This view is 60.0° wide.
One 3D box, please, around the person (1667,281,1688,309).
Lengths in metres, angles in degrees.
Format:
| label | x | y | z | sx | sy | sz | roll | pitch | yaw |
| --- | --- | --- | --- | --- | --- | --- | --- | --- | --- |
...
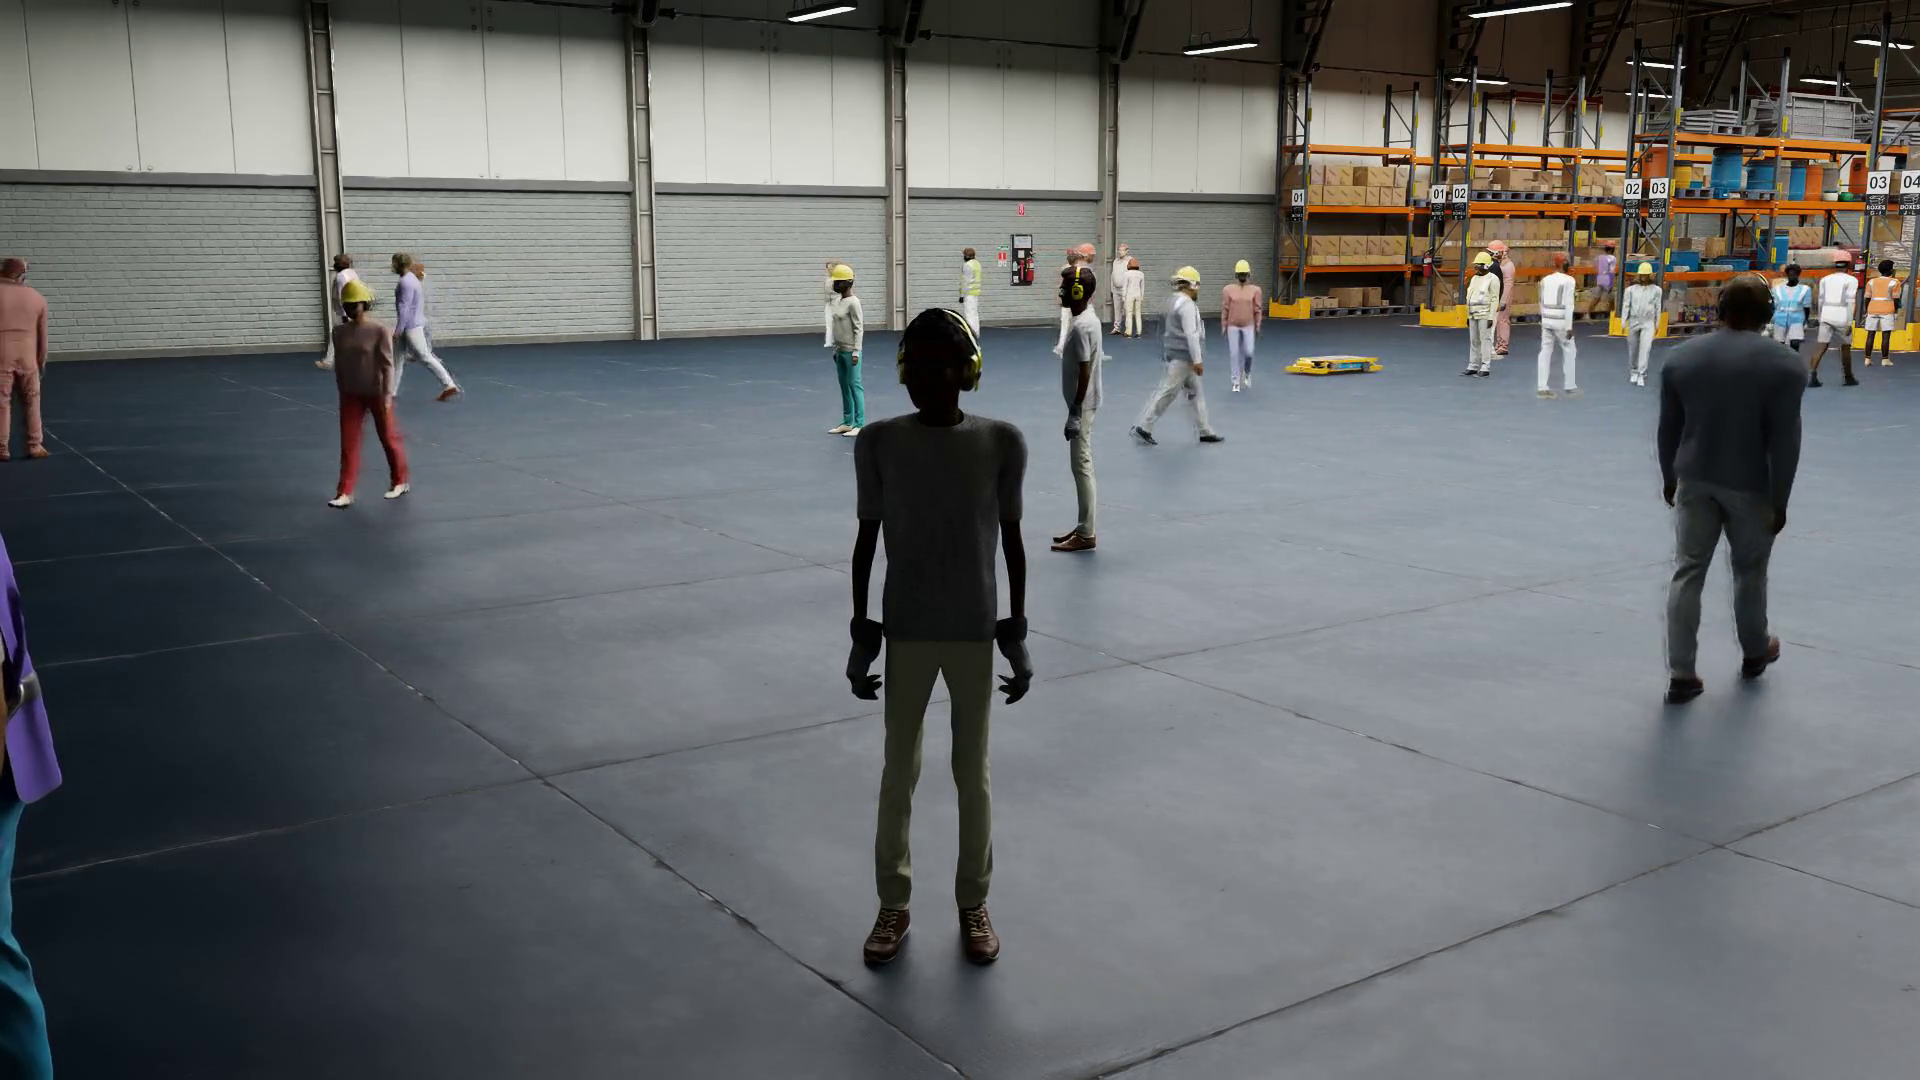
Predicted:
| label | x | y | z | sx | sy | sz | roll | pitch | yaw |
| --- | --- | --- | --- | --- | --- | --- | --- | --- | --- |
| person | 17.043 | -5.952 | 39.572 | 0.673 | 1.614 | 0.503 | -9 | 14 | -41 |

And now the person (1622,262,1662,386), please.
| label | x | y | z | sx | sy | sz | roll | pitch | yaw |
| --- | --- | --- | --- | --- | --- | --- | --- | --- | --- |
| person | 9.539 | -3.033 | 23.297 | 0.495 | 1.709 | 0.845 | 4 | 11 | 22 |

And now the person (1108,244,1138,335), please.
| label | x | y | z | sx | sy | sz | roll | pitch | yaw |
| --- | --- | --- | --- | --- | --- | --- | --- | --- | --- |
| person | 3.403 | -5.244 | 34.862 | 0.642 | 1.913 | 0.410 | 10 | 14 | 42 |

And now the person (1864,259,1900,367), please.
| label | x | y | z | sx | sy | sz | roll | pitch | yaw |
| --- | --- | --- | --- | --- | --- | --- | --- | --- | --- |
| person | 14.646 | -3.602 | 26.440 | 0.322 | 1.699 | 0.536 | -8 | 13 | -37 |

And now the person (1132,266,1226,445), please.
| label | x | y | z | sx | sy | sz | roll | pitch | yaw |
| --- | --- | --- | --- | --- | --- | --- | --- | --- | --- |
| person | 2.163 | -1.814 | 16.500 | 0.947 | 1.774 | 0.631 | 0 | 10 | -2 |

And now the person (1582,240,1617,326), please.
| label | x | y | z | sx | sy | sz | roll | pitch | yaw |
| --- | --- | --- | --- | --- | --- | --- | --- | --- | --- |
| person | 14.926 | -5.956 | 38.564 | 1.050 | 2.004 | 0.629 | -5 | 12 | -27 |

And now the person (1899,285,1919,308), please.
| label | x | y | z | sx | sy | sz | roll | pitch | yaw |
| --- | --- | --- | --- | --- | --- | --- | --- | --- | --- |
| person | 19.181 | -4.985 | 33.408 | 0.622 | 1.932 | 0.370 | 6 | 12 | 28 |

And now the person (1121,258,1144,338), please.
| label | x | y | z | sx | sy | sz | roll | pitch | yaw |
| --- | --- | --- | --- | --- | --- | --- | --- | --- | --- |
| person | 3.534 | -4.934 | 33.958 | 0.506 | 1.622 | 0.290 | -5 | 11 | -26 |

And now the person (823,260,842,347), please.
| label | x | y | z | sx | sy | sz | roll | pitch | yaw |
| --- | --- | --- | --- | --- | --- | --- | --- | --- | --- |
| person | -2.330 | -4.440 | 31.256 | 0.515 | 1.616 | 0.699 | 6 | 12 | 29 |

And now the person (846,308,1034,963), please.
| label | x | y | z | sx | sy | sz | roll | pitch | yaw |
| --- | --- | --- | --- | --- | --- | --- | --- | --- | --- |
| person | -0.056 | 0.280 | 4.707 | 0.535 | 1.865 | 0.310 | 0 | 10 | -1 |

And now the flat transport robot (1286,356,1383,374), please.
| label | x | y | z | sx | sy | sz | roll | pitch | yaw |
| --- | --- | --- | --- | --- | --- | --- | --- | --- | --- |
| flat transport robot | 5.700 | -2.673 | 25.266 | 1.431 | 0.197 | 0.652 | -7 | 13 | -34 |

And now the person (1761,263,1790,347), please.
| label | x | y | z | sx | sy | sz | roll | pitch | yaw |
| --- | --- | --- | --- | --- | --- | --- | --- | --- | --- |
| person | 13.922 | -3.906 | 28.327 | 0.724 | 1.618 | 0.513 | -3 | 11 | -17 |

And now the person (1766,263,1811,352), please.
| label | x | y | z | sx | sy | sz | roll | pitch | yaw |
| --- | --- | --- | --- | --- | --- | --- | --- | --- | --- |
| person | 11.686 | -3.052 | 23.474 | 0.543 | 1.682 | 0.480 | 6 | 12 | 30 |

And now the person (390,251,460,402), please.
| label | x | y | z | sx | sy | sz | roll | pitch | yaw |
| --- | --- | --- | --- | --- | --- | --- | --- | --- | --- |
| person | -6.792 | -2.643 | 20.698 | 1.044 | 1.895 | 0.628 | -4 | 11 | -22 |

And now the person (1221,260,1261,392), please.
| label | x | y | z | sx | sy | sz | roll | pitch | yaw |
| --- | --- | --- | --- | --- | --- | --- | --- | --- | --- |
| person | 3.733 | -2.841 | 22.125 | 0.530 | 1.755 | 0.400 | 2 | 10 | 9 |

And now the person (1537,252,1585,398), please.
| label | x | y | z | sx | sy | sz | roll | pitch | yaw |
| --- | --- | --- | --- | --- | --- | --- | --- | --- | --- |
| person | 7.735 | -2.744 | 21.284 | 0.774 | 1.859 | 0.606 | -5 | 11 | -25 |

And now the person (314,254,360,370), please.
| label | x | y | z | sx | sy | sz | roll | pitch | yaw |
| --- | --- | --- | --- | --- | --- | --- | --- | --- | --- |
| person | -9.509 | -3.519 | 25.729 | 0.987 | 1.791 | 0.645 | 1 | 10 | 6 |

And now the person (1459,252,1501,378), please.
| label | x | y | z | sx | sy | sz | roll | pitch | yaw |
| --- | --- | --- | --- | --- | --- | --- | --- | --- | --- |
| person | 7.616 | -3.290 | 24.358 | 0.403 | 1.835 | 0.586 | -4 | 11 | -19 |

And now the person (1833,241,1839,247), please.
| label | x | y | z | sx | sy | sz | roll | pitch | yaw |
| --- | --- | --- | --- | --- | --- | --- | --- | --- | --- |
| person | 24.998 | -7.546 | 47.396 | 0.666 | 1.935 | 0.525 | -5 | 12 | -27 |

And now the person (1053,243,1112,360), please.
| label | x | y | z | sx | sy | sz | roll | pitch | yaw |
| --- | --- | --- | --- | --- | --- | --- | --- | --- | --- |
| person | 2.032 | -3.974 | 27.791 | 0.973 | 1.958 | 0.623 | 1 | 10 | 4 |

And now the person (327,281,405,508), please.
| label | x | y | z | sx | sy | sz | roll | pitch | yaw |
| --- | --- | --- | --- | --- | --- | --- | --- | --- | --- |
| person | -4.583 | -1.128 | 12.818 | 0.540 | 1.714 | 0.904 | 2 | 11 | 11 |

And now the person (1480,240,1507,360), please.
| label | x | y | z | sx | sy | sz | roll | pitch | yaw |
| --- | --- | --- | --- | --- | --- | --- | --- | --- | --- |
| person | 8.972 | -4.038 | 28.021 | 0.379 | 1.996 | 0.609 | 0 | 10 | -2 |

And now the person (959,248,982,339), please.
| label | x | y | z | sx | sy | sz | roll | pitch | yaw |
| --- | --- | --- | --- | --- | --- | --- | --- | --- | --- |
| person | 0.202 | -4.894 | 33.196 | 0.430 | 1.829 | 0.663 | 5 | 11 | 25 |

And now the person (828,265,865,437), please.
| label | x | y | z | sx | sy | sz | roll | pitch | yaw |
| --- | --- | --- | --- | --- | --- | --- | --- | --- | --- |
| person | -1.185 | -1.954 | 17.224 | 0.329 | 1.767 | 0.528 | -6 | 12 | -28 |

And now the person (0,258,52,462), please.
| label | x | y | z | sx | sy | sz | roll | pitch | yaw |
| --- | --- | --- | --- | --- | --- | --- | --- | --- | --- |
| person | -8.813 | -1.651 | 15.315 | 0.399 | 1.867 | 0.790 | 10 | 14 | 42 |

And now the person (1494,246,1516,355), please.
| label | x | y | z | sx | sy | sz | roll | pitch | yaw |
| --- | --- | --- | --- | --- | --- | --- | --- | --- | --- |
| person | 9.485 | -4.200 | 29.163 | 0.407 | 1.904 | 0.639 | 1 | 10 | 8 |

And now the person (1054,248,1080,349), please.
| label | x | y | z | sx | sy | sz | roll | pitch | yaw |
| --- | --- | --- | --- | --- | --- | --- | --- | --- | --- |
| person | 2.071 | -4.421 | 30.485 | 0.595 | 1.863 | 0.782 | 10 | 14 | 44 |

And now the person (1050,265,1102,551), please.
| label | x | y | z | sx | sy | sz | roll | pitch | yaw |
| --- | --- | --- | --- | --- | --- | --- | --- | --- | --- |
| person | 0.767 | -0.857 | 10.927 | 0.326 | 1.871 | 0.520 | 1 | 10 | 8 |

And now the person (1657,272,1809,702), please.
| label | x | y | z | sx | sy | sz | roll | pitch | yaw |
| --- | --- | --- | --- | --- | --- | --- | --- | --- | --- |
| person | 3.492 | -0.255 | 7.546 | 0.653 | 1.888 | 0.991 | 9 | 14 | 41 |

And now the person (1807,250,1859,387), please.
| label | x | y | z | sx | sy | sz | roll | pitch | yaw |
| --- | --- | --- | --- | --- | --- | --- | --- | --- | --- |
| person | 12.026 | -3.030 | 22.844 | 0.995 | 1.880 | 0.546 | -6 | 12 | -31 |

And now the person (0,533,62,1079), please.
| label | x | y | z | sx | sy | sz | roll | pitch | yaw |
| --- | --- | --- | --- | --- | --- | --- | --- | --- | --- |
| person | -2.043 | 0.534 | 3.352 | 0.385 | 1.849 | 0.569 | -10 | 14 | -43 |

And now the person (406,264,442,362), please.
| label | x | y | z | sx | sy | sz | roll | pitch | yaw |
| --- | --- | --- | --- | --- | --- | --- | --- | --- | --- |
| person | -8.878 | -3.746 | 27.463 | 0.675 | 1.605 | 0.519 | -5 | 11 | -23 |
